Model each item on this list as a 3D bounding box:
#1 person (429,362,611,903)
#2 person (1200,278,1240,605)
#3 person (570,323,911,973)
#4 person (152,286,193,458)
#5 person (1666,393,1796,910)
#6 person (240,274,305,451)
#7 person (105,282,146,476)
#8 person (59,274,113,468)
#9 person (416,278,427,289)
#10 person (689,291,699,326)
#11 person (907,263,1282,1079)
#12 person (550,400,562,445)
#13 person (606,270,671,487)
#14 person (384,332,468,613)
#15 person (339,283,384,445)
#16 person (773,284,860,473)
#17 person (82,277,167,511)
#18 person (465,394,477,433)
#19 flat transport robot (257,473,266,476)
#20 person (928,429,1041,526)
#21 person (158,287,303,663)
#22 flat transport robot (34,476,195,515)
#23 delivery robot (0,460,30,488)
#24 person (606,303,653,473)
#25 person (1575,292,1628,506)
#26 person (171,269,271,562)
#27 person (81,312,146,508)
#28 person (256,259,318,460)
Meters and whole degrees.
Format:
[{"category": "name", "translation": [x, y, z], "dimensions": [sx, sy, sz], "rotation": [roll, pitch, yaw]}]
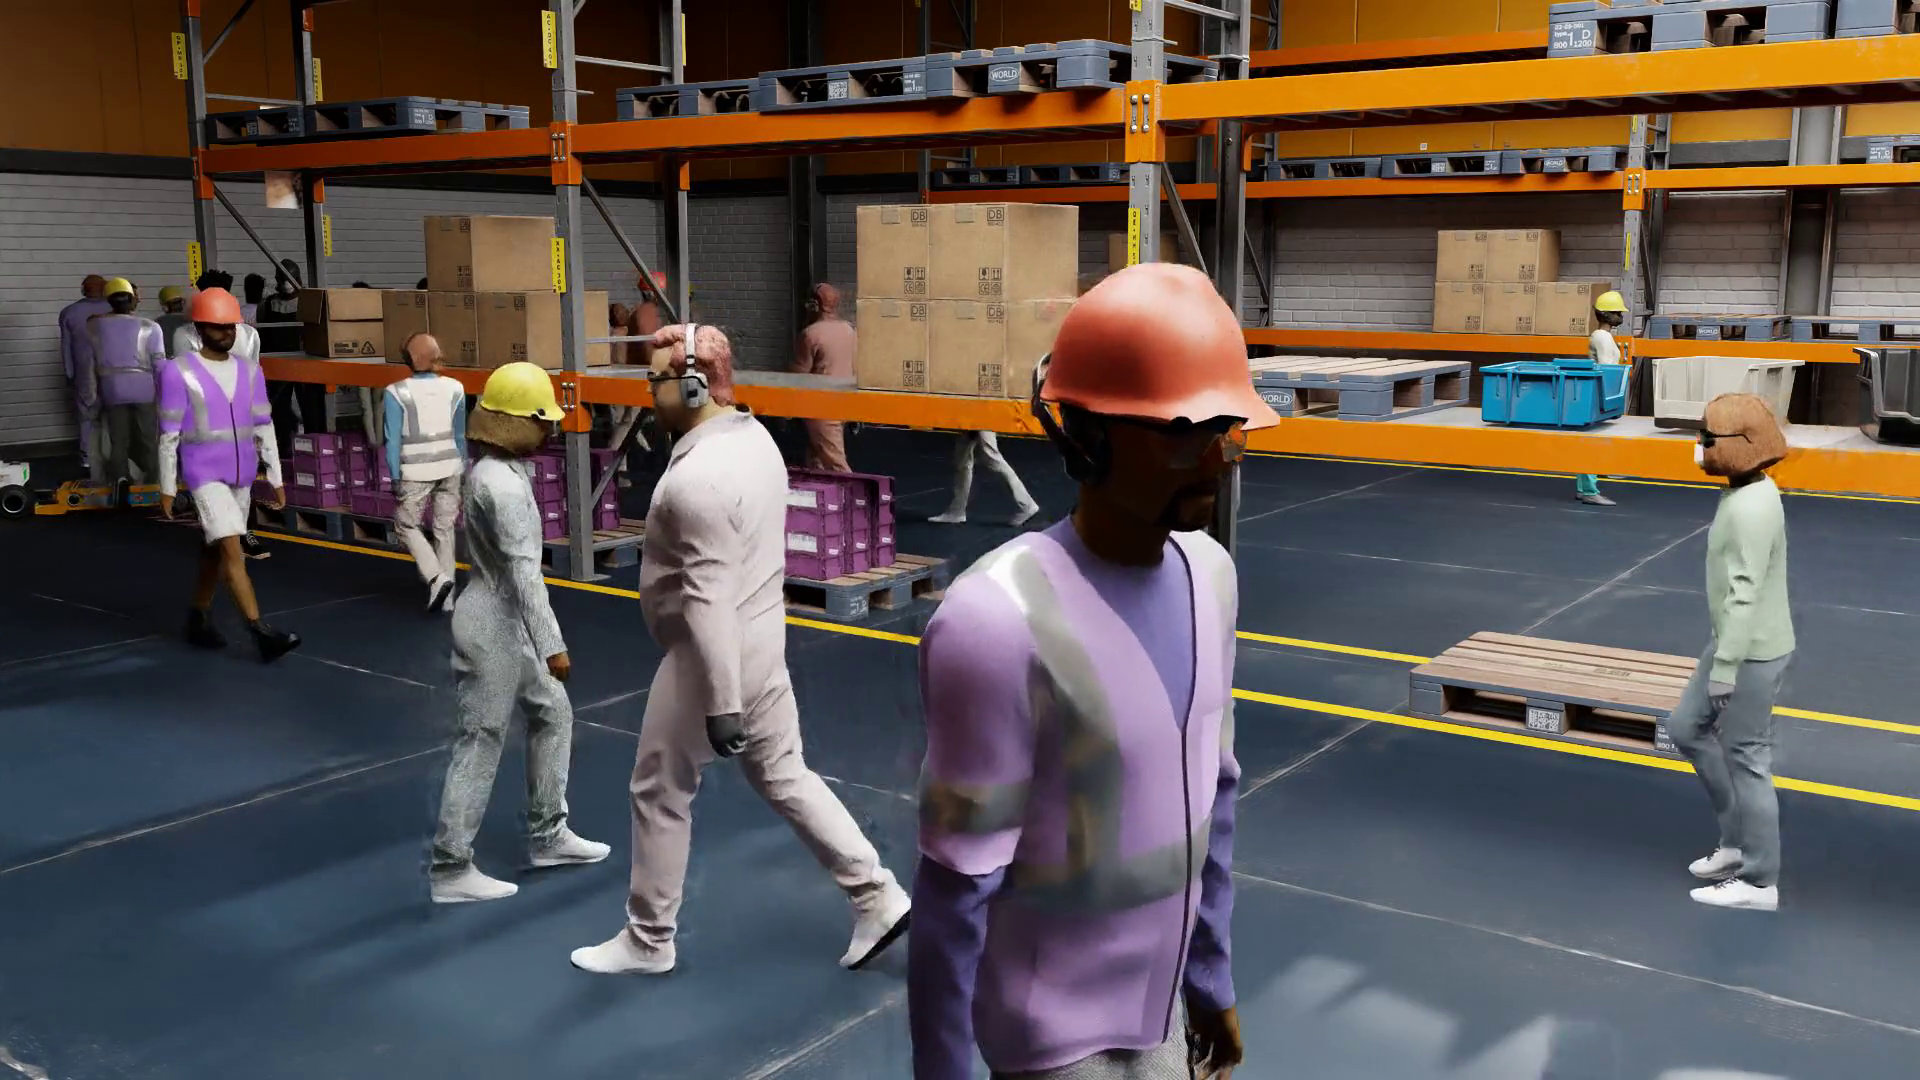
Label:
[{"category": "person", "translation": [-1.392, 0.295, 5.278], "dimensions": [0.707, 1.705, 0.508], "rotation": [-3, 10, -17]}, {"category": "person", "translation": [1.384, -0.573, 9.803], "dimensions": [0.560, 1.927, 0.636], "rotation": [6, 11, 30]}, {"category": "person", "translation": [-0.595, 0.329, 4.628], "dimensions": [0.953, 1.869, 0.649], "rotation": [2, 10, 13]}, {"category": "person", "translation": [-7.825, -1.658, 16.739], "dimensions": [0.602, 1.778, 0.927], "rotation": [-4, 11, -25]}, {"category": "person", "translation": [2.417, 0.357, 5.156], "dimensions": [0.399, 1.613, 0.520], "rotation": [4, 10, 21]}, {"category": "person", "translation": [-7.323, -1.856, 17.540], "dimensions": [0.808, 1.894, 0.599], "rotation": [5, 11, 27]}, {"category": "person", "translation": [-7.681, -1.460, 15.328], "dimensions": [0.506, 1.842, 0.348], "rotation": [7, 12, 36]}, {"category": "person", "translation": [-8.445, -1.653, 16.348], "dimensions": [0.656, 1.895, 0.398], "rotation": [-4, 10, -22]}, {"category": "person", "translation": [-6.026, -2.073, 18.999], "dimensions": [0.520, 1.827, 0.730], "rotation": [-4, 10, -24]}, {"category": "person", "translation": [-3.297, -2.170, 19.823], "dimensions": [0.364, 1.757, 0.539], "rotation": [-6, 11, -31]}, {"category": "person", "translation": [0.152, 0.632, 2.346], "dimensions": [0.603, 2.026, 0.599], "rotation": [7, 12, 35]}, {"category": "person", "translation": [-3.553, -1.137, 13.963], "dimensions": [0.889, 1.642, 0.545], "rotation": [4, 10, 20]}, {"category": "person", "translation": [-2.793, -1.422, 14.829], "dimensions": [1.029, 1.945, 0.597], "rotation": [2, 10, 10]}, {"category": "person", "translation": [-2.987, -0.359, 9.421], "dimensions": [0.519, 1.627, 0.433], "rotation": [-9, 13, -44]}, {"category": "person", "translation": [-5.840, -1.617, 16.388], "dimensions": [0.525, 1.815, 0.989], "rotation": [-5, 11, -28]}, {"category": "person", "translation": [-1.048, -0.955, 12.284], "dimensions": [0.999, 1.855, 0.640], "rotation": [5, 11, 26]}, {"category": "person", "translation": [-6.650, -1.142, 13.290], "dimensions": [0.645, 1.890, 0.618], "rotation": [-3, 10, -18]}, {"category": "person", "translation": [-5.228, -1.961, 18.026], "dimensions": [0.650, 1.933, 0.929], "rotation": [6, 11, 31]}, {"category": "flat transport robot", "translation": [-5.384, -0.480, 14.156], "dimensions": [1.431, 0.197, 0.652], "rotation": [-7, 12, -34]}, {"category": "person", "translation": [0.195, -1.018, 12.667], "dimensions": [0.770, 1.912, 0.654], "rotation": [1, 10, 6]}, {"category": "person", "translation": [-3.709, -0.331, 8.455], "dimensions": [1.011, 1.882, 0.566], "rotation": [6, 11, 31]}, {"category": "flat transport robot", "translation": [-6.729, -0.385, 13.589], "dimensions": [1.431, 0.197, 0.652], "rotation": [-4, 10, -24]}, {"category": "delivery robot", "translation": [-7.689, -0.478, 13.023], "dimensions": [0.707, 0.478, 0.477], "rotation": [-5, 11, -27]}, {"category": "person", "translation": [-3.236, -1.444, 15.878], "dimensions": [0.386, 1.629, 0.519], "rotation": [4, 10, 24]}, {"category": "person", "translation": [5.343, -1.174, 13.846], "dimensions": [0.323, 1.769, 0.523], "rotation": [2, 10, 12]}, {"category": "person", "translation": [-4.933, -0.821, 11.148], "dimensions": [0.368, 1.966, 0.602], "rotation": [7, 12, 36]}, {"category": "person", "translation": [-6.914, -1.043, 13.519], "dimensions": [0.499, 1.614, 0.533], "rotation": [9, 13, 44]}, {"category": "person", "translation": [-6.471, -1.689, 16.099], "dimensions": [0.684, 2.000, 0.538], "rotation": [-1, 10, -7]}]
